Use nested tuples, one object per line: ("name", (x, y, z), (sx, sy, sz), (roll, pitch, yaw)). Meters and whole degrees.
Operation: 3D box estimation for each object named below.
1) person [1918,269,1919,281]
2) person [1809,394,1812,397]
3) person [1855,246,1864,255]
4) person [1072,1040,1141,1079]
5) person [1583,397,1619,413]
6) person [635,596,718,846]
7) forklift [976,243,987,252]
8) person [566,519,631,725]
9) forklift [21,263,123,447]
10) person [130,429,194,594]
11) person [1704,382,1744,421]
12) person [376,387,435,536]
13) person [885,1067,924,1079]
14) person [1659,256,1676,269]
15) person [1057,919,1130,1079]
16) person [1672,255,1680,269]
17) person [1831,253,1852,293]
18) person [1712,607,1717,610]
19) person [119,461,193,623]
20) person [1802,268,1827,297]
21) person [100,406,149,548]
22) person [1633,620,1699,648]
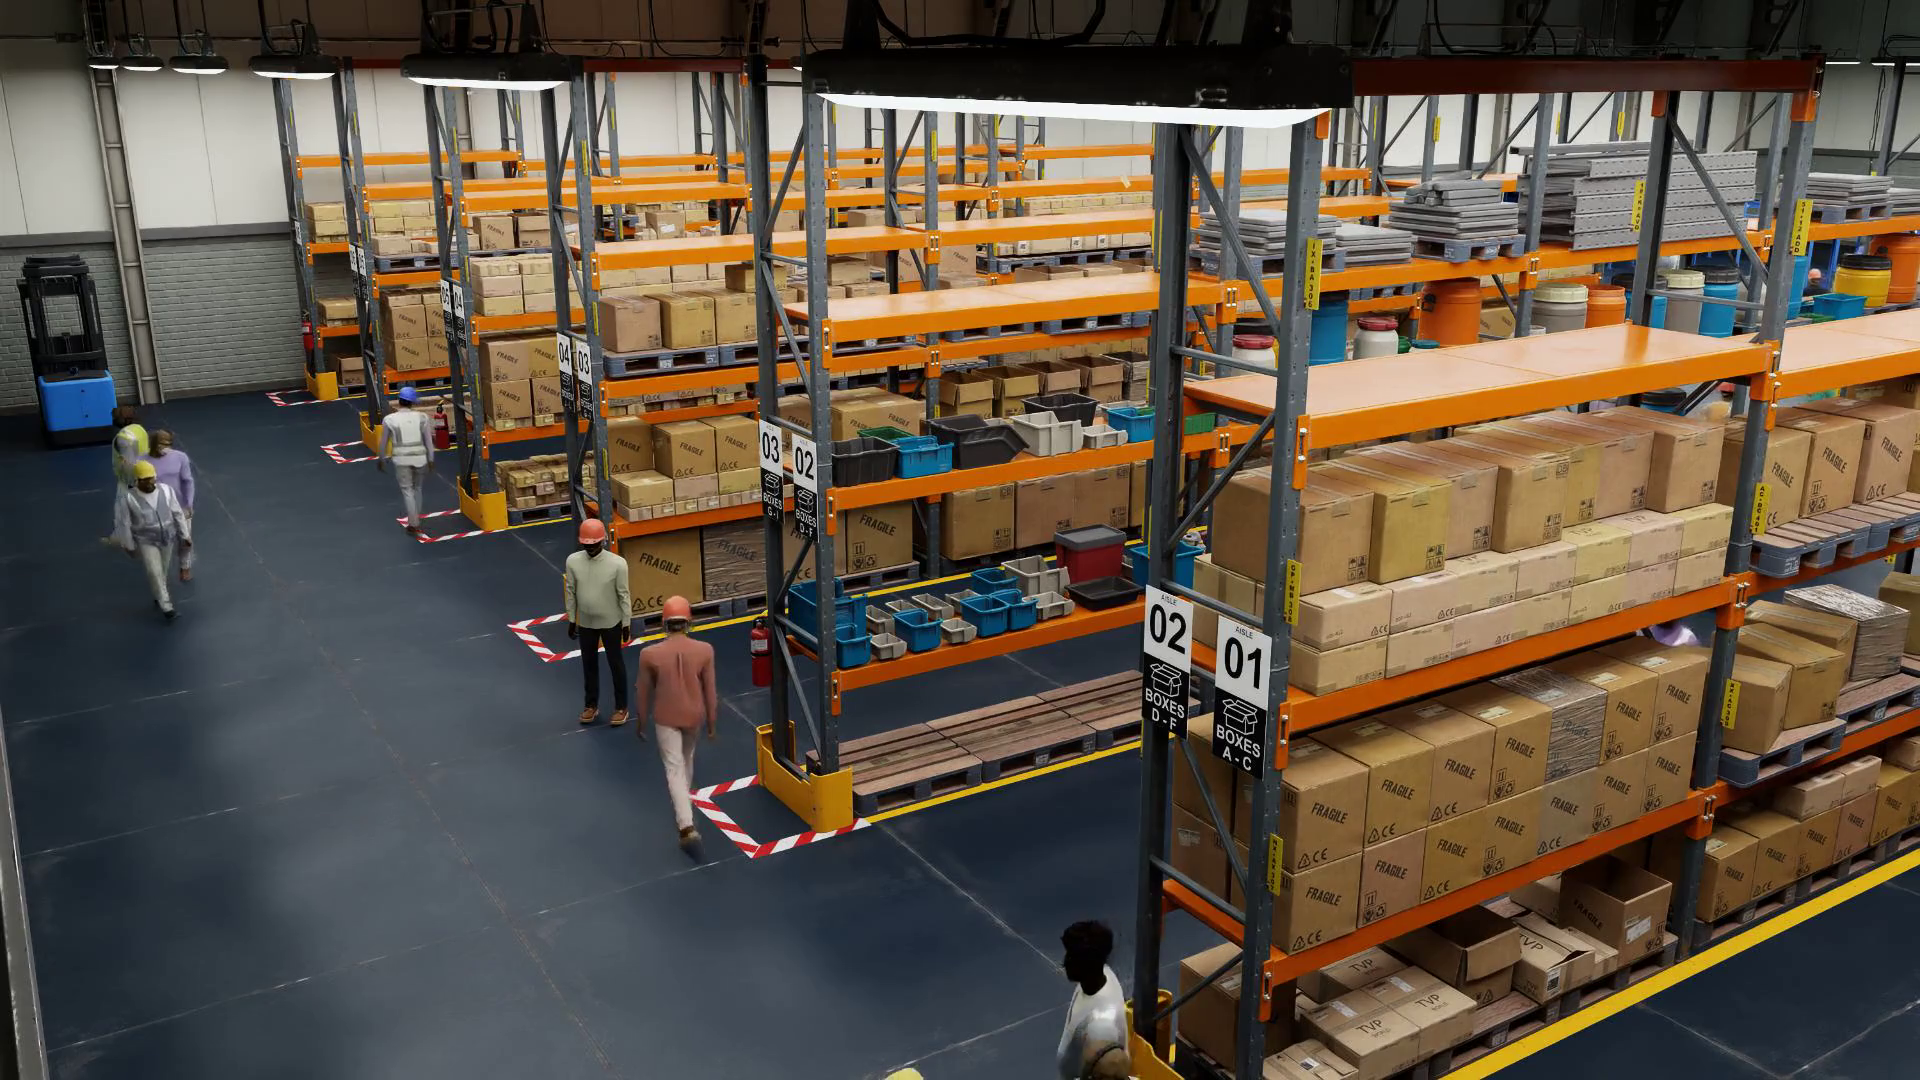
("person", (22.652, -6.055, 37.057), (0.685, 1.892, 0.478), (-6, 18, -18))
("person", (14.000, -2.465, 25.523), (0.542, 1.748, 0.512), (3, 17, 10))
("person", (20.513, -5.727, 35.918), (0.650, 1.931, 0.626), (3, 17, 10))
("person", (0.568, 3.065, 7.137), (0.673, 1.902, 0.585), (-3, 17, -9))
("person", (9.397, -1.801, 23.080), (0.593, 1.913, 0.388), (14, 22, 38))
("person", (-2.226, 1.417, 12.519), (0.636, 1.951, 1.024), (-7, 18, -22))
("forklift", (0.988, -5.474, 34.718), (1.214, 2.155, 2.313), (-10, 20, -31))
("person", (-3.348, 0.748, 14.601), (0.619, 1.986, 0.409), (3, 17, 11))
("forklift", (-14.518, -3.079, 25.708), (1.129, 2.768, 1.873), (-10, 20, -31))
("person", (-9.254, -0.366, 18.390), (0.628, 1.903, 0.659), (-13, 21, -37))
("person", (10.207, -1.241, 21.257), (0.832, 1.911, 0.551), (-8, 19, -24))
("person", (-7.247, -1.046, 20.604), (0.635, 1.901, 0.790), (-13, 21, -37))
("person", (-0.231, 3.154, 7.045), (0.952, 1.780, 0.615), (-12, 21, -34))
("person", (16.340, -5.957, 36.714), (0.832, 1.918, 0.641), (2, 17, 8))
("person", (0.752, 2.790, 7.966), (0.676, 1.946, 0.609), (0, 17, 1))
("person", (19.488, -7.825, 42.956), (0.621, 1.841, 0.429), (-7, 18, -21))
("person", (19.604, -5.418, 34.982), (0.685, 1.887, 0.652), (-2, 17, -7))
("person", (8.601, -0.183, 17.730), (0.354, 1.939, 0.545), (-3, 17, -10))
("person", (-8.867, -0.009, 17.440), (0.953, 1.779, 0.603), (14, 22, 37))
("person", (17.020, -4.430, 31.582), (0.619, 1.977, 0.711), (-2, 17, -8))
("person", (-10.567, -0.797, 19.961), (0.876, 1.803, 0.647), (0, 17, -1))
("person", (5.625, 1.278, 12.779), (0.551, 2.033, 0.624), (-10, 19, -29))
